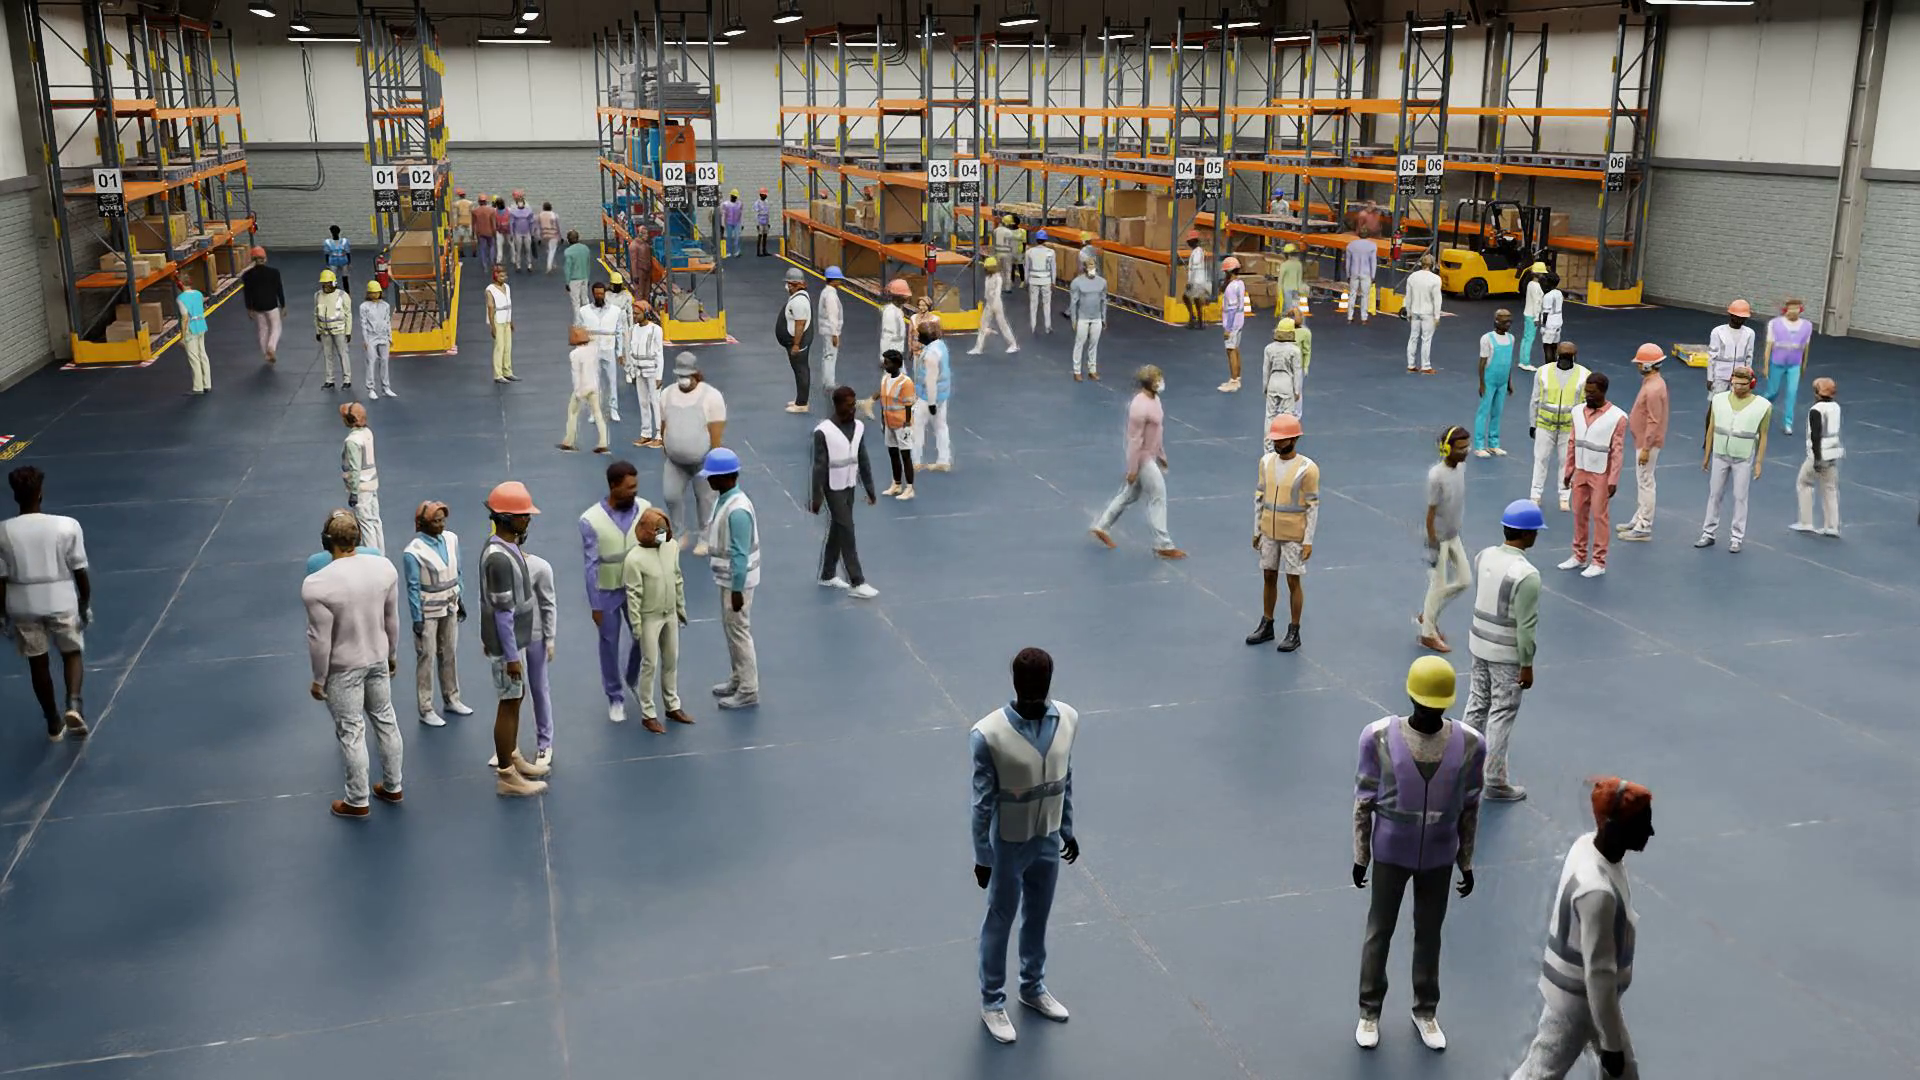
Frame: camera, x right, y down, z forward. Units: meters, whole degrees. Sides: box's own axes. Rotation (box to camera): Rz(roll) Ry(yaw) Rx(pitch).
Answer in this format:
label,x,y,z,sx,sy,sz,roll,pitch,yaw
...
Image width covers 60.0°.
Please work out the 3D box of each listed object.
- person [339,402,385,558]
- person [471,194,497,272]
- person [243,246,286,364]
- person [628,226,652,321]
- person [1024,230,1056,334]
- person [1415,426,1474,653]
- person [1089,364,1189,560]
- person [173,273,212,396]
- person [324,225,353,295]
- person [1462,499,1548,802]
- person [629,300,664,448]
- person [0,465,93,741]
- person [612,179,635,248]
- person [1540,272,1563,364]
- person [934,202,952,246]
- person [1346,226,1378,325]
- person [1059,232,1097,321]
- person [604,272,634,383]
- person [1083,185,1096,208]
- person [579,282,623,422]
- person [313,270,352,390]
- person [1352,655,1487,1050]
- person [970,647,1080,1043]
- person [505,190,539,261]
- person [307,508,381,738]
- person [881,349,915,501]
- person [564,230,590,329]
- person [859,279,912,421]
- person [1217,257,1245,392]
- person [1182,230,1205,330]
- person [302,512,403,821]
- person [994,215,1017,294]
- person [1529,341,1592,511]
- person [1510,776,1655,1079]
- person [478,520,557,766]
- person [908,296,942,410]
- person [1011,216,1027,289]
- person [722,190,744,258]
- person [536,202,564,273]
label,x,y,z,sx,sy,sz,roll,pitch,yaw
person,-5.566,-0.470,15.473,0.308,1.639,0.524,-1,15,-2
person,-12.244,-7.899,42.813,0.639,1.948,0.903,-3,15,-12
person,-11.597,-3.897,27.718,0.637,1.977,0.574,-2,15,-6
person,-6.316,-5.290,33.135,0.401,1.894,0.652,5,16,18
person,1.520,-4.883,31.505,0.606,1.940,0.409,3,15,13
person,3.912,-0.002,13.301,0.394,1.852,0.560,14,21,43
person,1.727,-0.772,16.128,0.998,1.904,0.623,4,15,16
person,-11.494,-3.082,24.924,0.388,1.837,0.564,2,15,7
person,-13.522,-6.004,36.194,0.563,1.695,0.317,-7,16,-24
person,3.458,0.691,10.546,0.426,1.938,0.604,-4,15,-14
person,-3.991,-2.113,21.209,0.576,1.879,0.356,11,18,35
person,-6.258,0.462,11.355,0.603,1.953,0.535,-8,17,-27
person,-10.001,-9.734,49.567,0.675,2.000,0.537,-3,15,-10
person,9.380,-3.401,26.414,0.322,1.690,0.532,12,19,39
person,-0.514,-9.700,50.292,0.512,1.592,0.831,4,15,16
person,7.908,-5.222,32.810,0.624,1.930,0.375,10,18,32
person,2.449,-5.236,33.127,0.934,1.778,0.623,10,18,33
person,-5.340,-3.308,25.976,0.487,1.738,0.320,-3,15,-12
person,3.692,-9.426,48.696,0.649,1.888,1.029,-3,15,-11
person,-4.937,-2.593,22.924,0.590,1.922,0.391,-4,15,-13
person,-9.565,-3.196,25.364,0.591,1.833,0.403,2,15,6
person,2.114,1.445,7.720,0.587,1.926,0.366,1,15,3
person,0.299,1.407,7.880,0.597,1.915,0.370,-11,18,-35
person,-11.978,-8.582,45.466,1.070,1.912,0.701,13,20,40
person,-4.219,0.586,11.512,0.507,1.631,0.266,-8,17,-28
person,-0.697,-1.284,18.452,0.320,1.687,0.539,-12,19,-37
person,-7.308,-4.951,31.787,0.379,1.929,0.636,9,18,31
person,-0.961,-2.535,22.522,0.664,2.017,0.643,2,15,9
person,4.097,-3.258,25.206,0.398,2.033,0.613,6,16,22
person,4.466,-4.971,31.903,0.559,1.905,0.577,1,15,2
person,-3.723,0.771,10.233,0.373,1.940,0.630,10,18,34
person,1.024,-6.499,37.872,0.461,1.794,0.696,-13,20,-40
person,6.457,-1.229,17.950,0.627,1.842,0.429,5,16,19
person,2.521,1.805,6.555,0.996,1.827,0.605,6,16,23
person,-2.921,0.654,11.002,0.526,1.769,0.329,3,15,9
person,-0.497,-2.649,23.672,0.515,1.641,0.309,6,16,21
person,1.309,-6.734,38.955,0.535,1.690,0.320,7,16,25
person,-6.343,-8.838,46.512,0.641,1.866,0.951,-5,16,-18
person,-10.464,-7.719,42.466,0.620,1.791,0.931,4,15,13
